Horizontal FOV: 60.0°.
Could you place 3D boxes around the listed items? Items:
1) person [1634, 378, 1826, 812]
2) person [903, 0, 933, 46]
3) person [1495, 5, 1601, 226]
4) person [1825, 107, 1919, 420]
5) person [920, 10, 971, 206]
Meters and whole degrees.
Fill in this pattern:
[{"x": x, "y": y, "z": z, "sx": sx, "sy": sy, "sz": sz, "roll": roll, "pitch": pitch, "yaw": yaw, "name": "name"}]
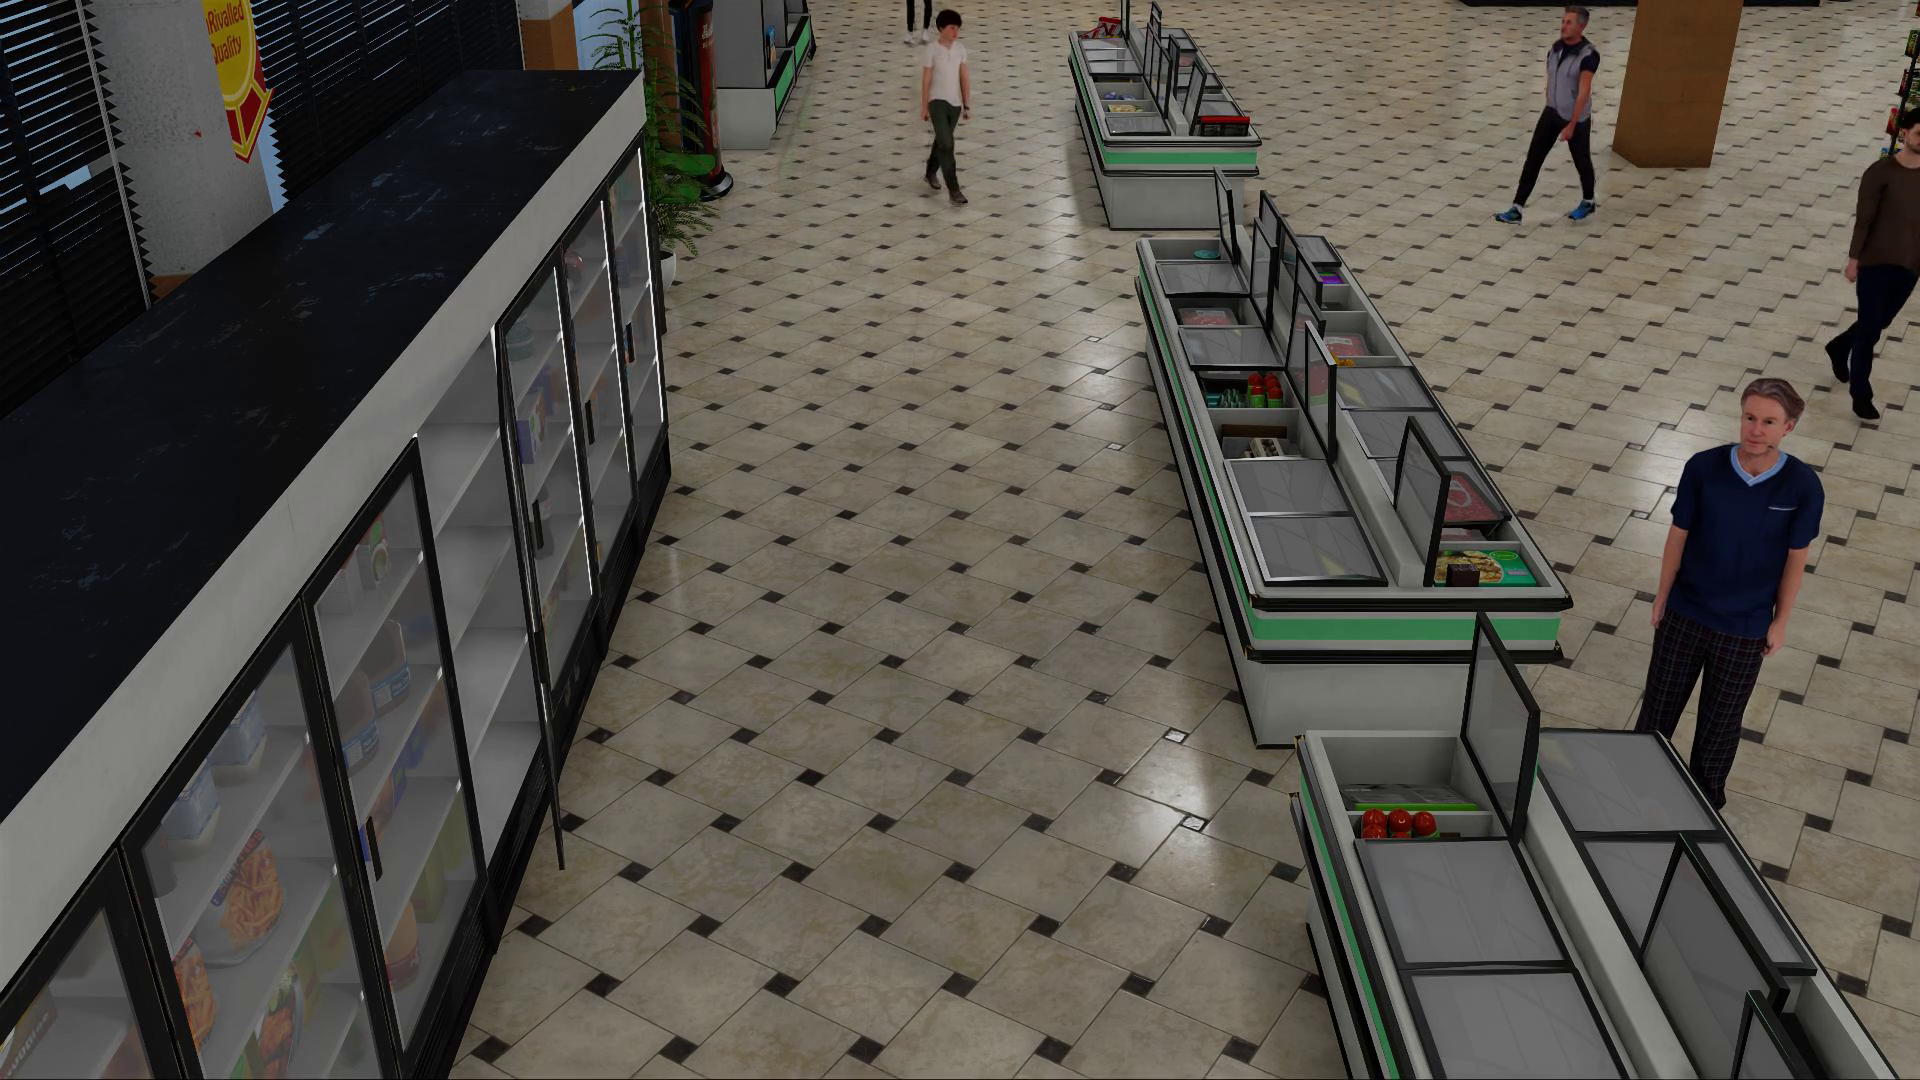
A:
[{"x": 2.874, "y": 0.263, "z": 6.309, "sx": 0.737, "sy": 1.871, "sz": 0.729, "roll": 15, "pitch": 30, "yaw": 27, "name": "person"}, {"x": -0.464, "y": -7.232, "z": 21.206, "sx": 0.747, "sy": 1.764, "sz": 1.083, "roll": 4, "pitch": 27, "yaw": 8, "name": "person"}, {"x": 5.092, "y": -3.463, "z": 13.767, "sx": 1.183, "sy": 1.771, "sz": 1.282, "roll": -15, "pitch": 31, "yaw": -27, "name": "person"}, {"x": 5.698, "y": -1.732, "z": 10.259, "sx": 0.677, "sy": 1.856, "sz": 1.155, "roll": -1, "pitch": 27, "yaw": -3, "name": "person"}, {"x": -0.162, "y": -3.804, "z": 14.623, "sx": 0.937, "sy": 1.605, "sz": 1.223, "roll": -13, "pitch": 30, "yaw": -24, "name": "person"}]
